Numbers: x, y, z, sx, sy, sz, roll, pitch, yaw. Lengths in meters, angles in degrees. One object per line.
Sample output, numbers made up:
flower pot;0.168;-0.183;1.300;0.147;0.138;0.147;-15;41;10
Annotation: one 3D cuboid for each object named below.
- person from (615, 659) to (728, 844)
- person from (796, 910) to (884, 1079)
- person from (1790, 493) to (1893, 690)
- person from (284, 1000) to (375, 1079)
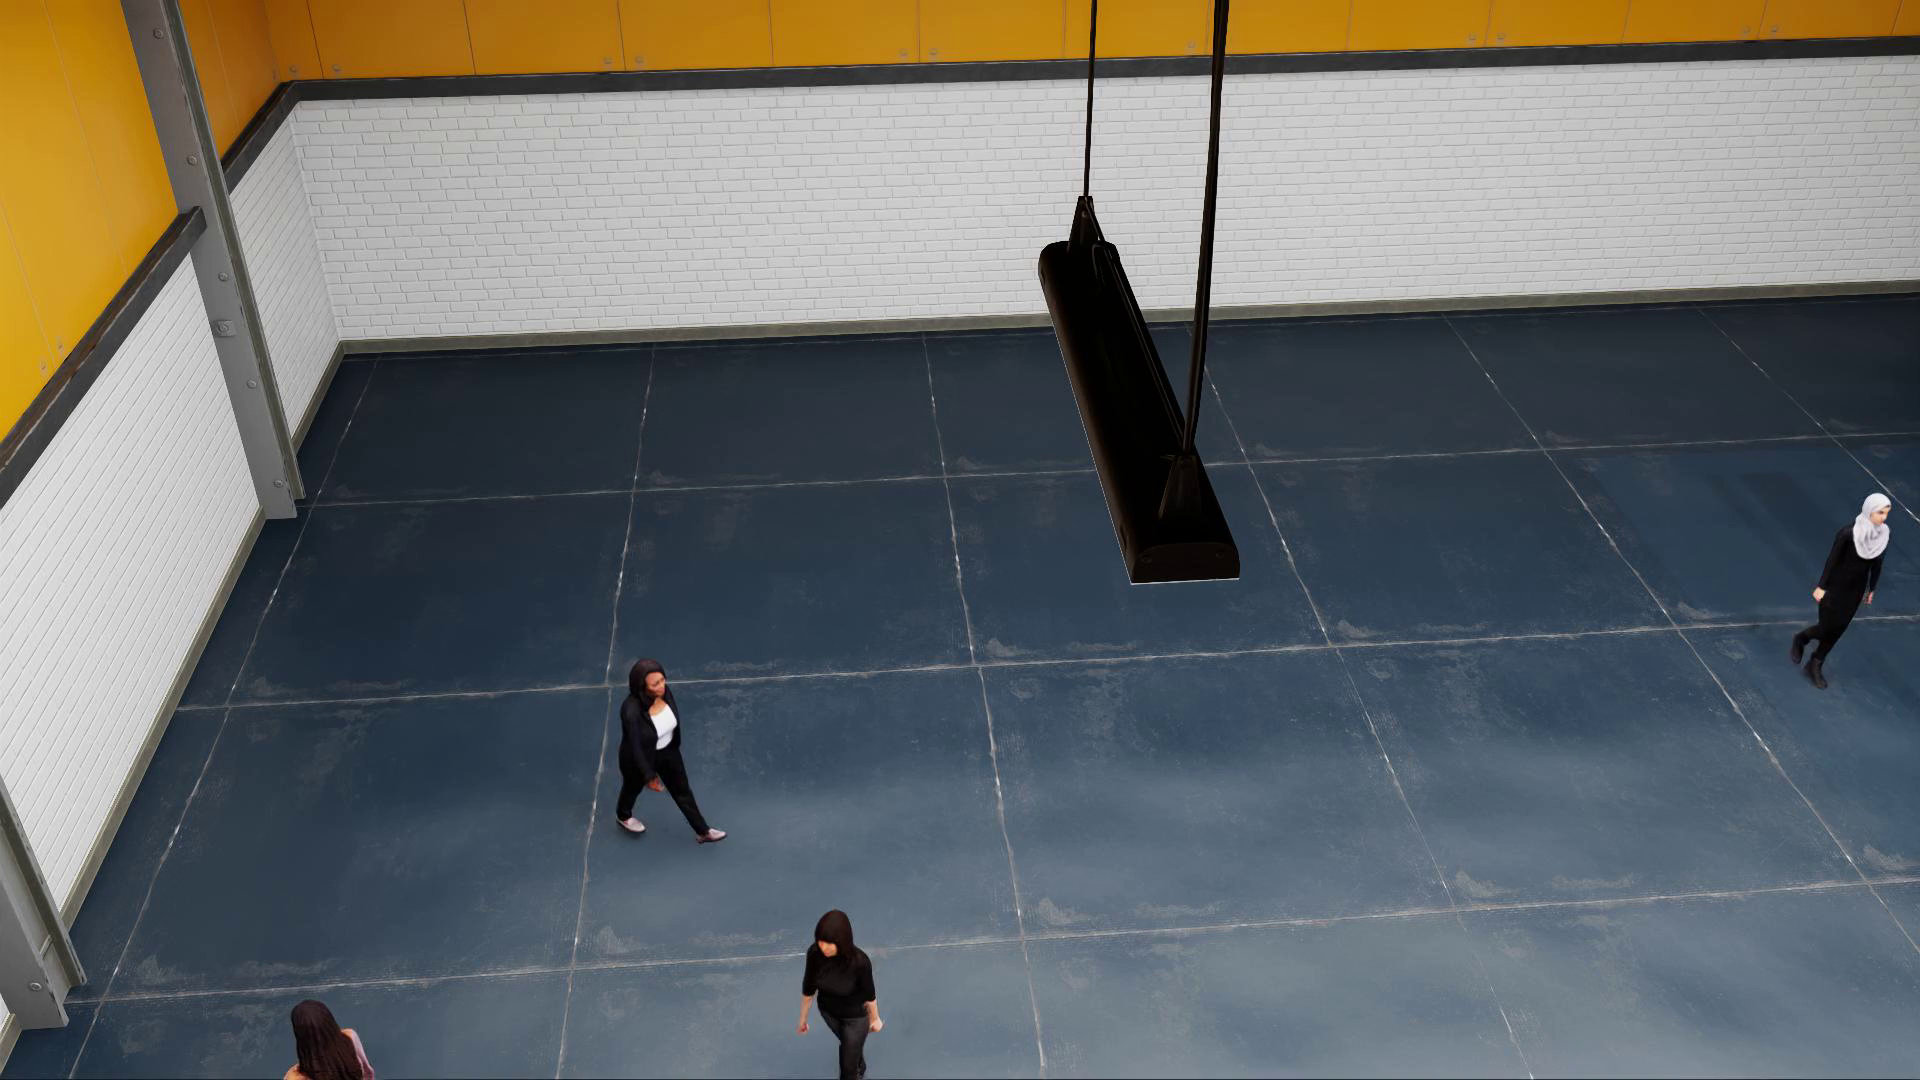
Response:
person;-2.238;1.492;11.595;1.111;1.560;1.158;17;37;24
person;-0.640;2.700;9.732;0.879;1.610;1.055;13;36;19
person;6.910;0.353;13.122;0.613;1.767;0.694;-3;34;-4
person;-3.216;3.176;8.868;1.052;1.775;1.051;18;38;25
